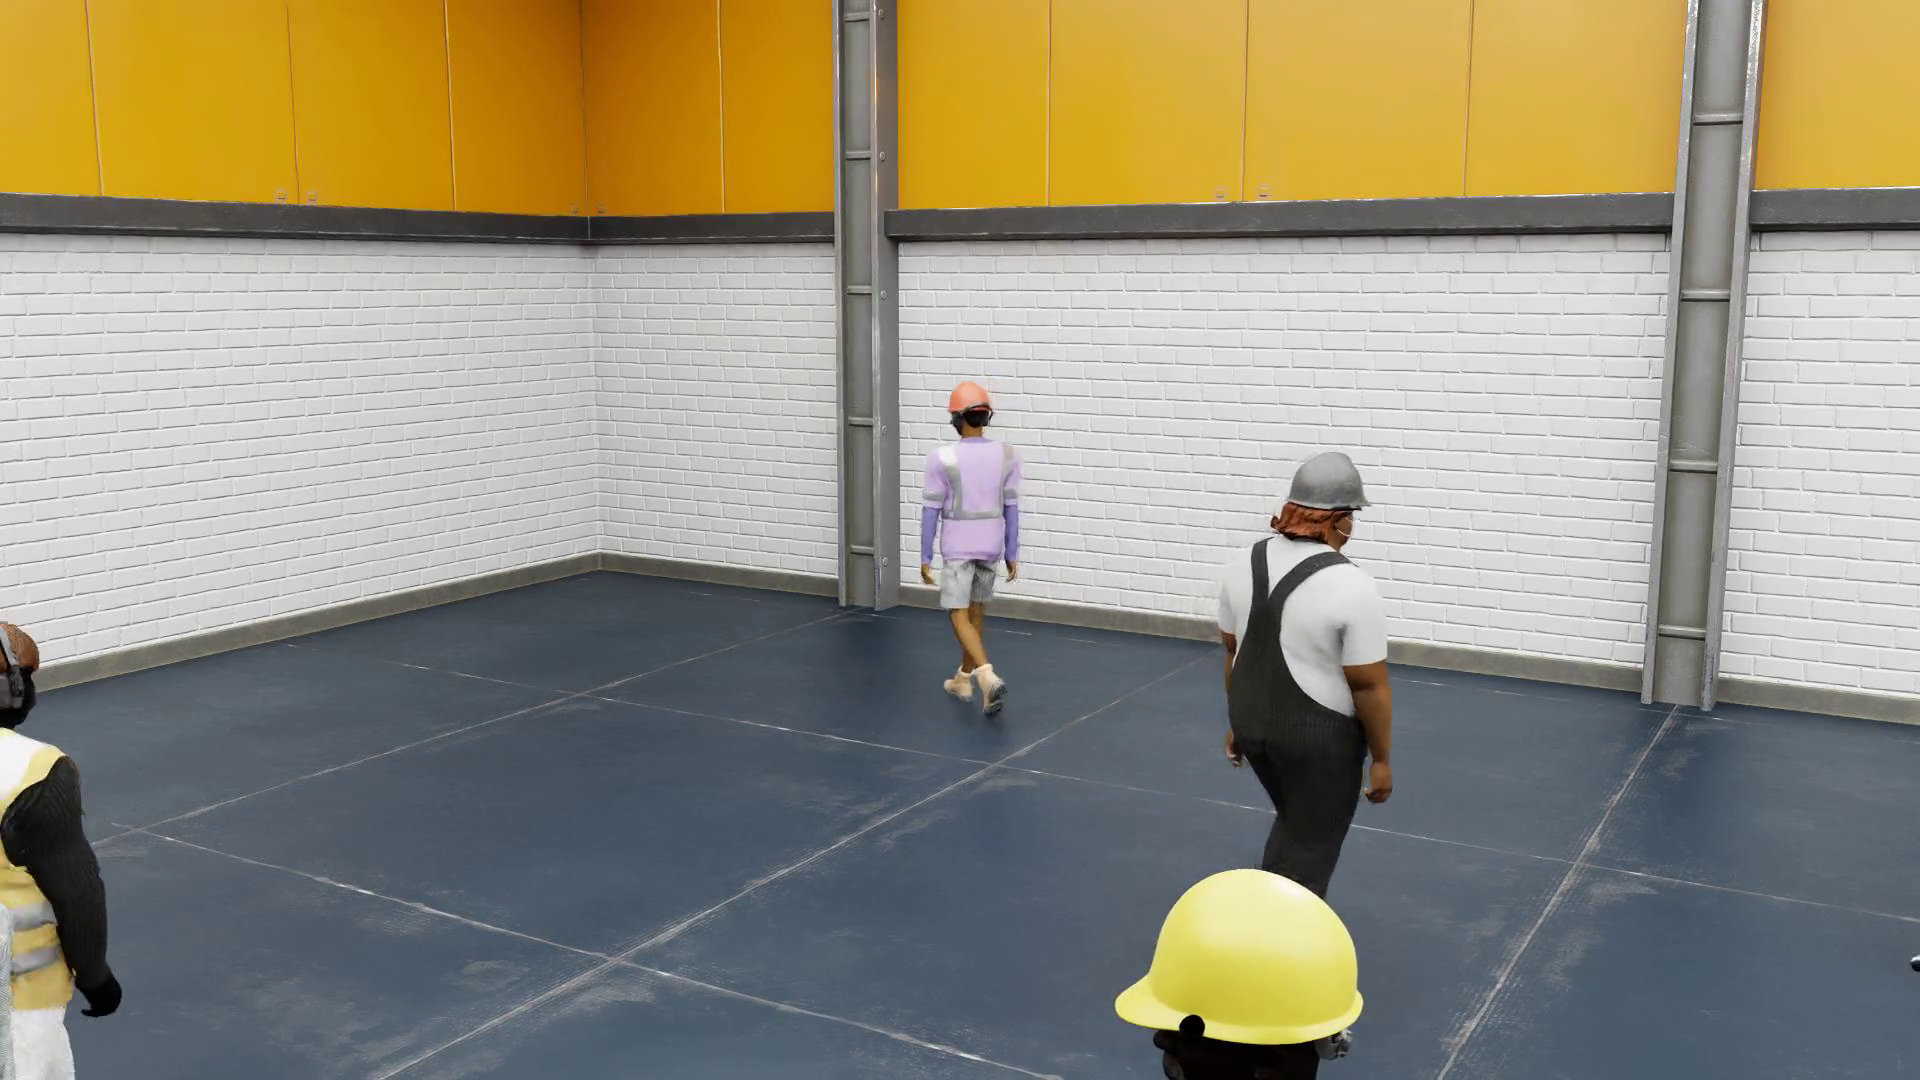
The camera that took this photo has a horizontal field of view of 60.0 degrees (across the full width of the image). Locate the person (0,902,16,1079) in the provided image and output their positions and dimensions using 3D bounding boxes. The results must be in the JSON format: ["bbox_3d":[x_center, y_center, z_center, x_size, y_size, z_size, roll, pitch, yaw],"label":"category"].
[{"bbox_3d":[-2.033,1.269,3.240,0.303,1.740,0.485,1,9,6],"label":"person"}]

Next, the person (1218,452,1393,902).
[{"bbox_3d":[1.277,0.678,5.992,0.539,2.000,0.703,-6,11,-32],"label":"person"}]

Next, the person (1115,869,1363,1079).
[{"bbox_3d":[0.374,1.353,2.130,0.374,1.925,0.595,1,9,5],"label":"person"}]

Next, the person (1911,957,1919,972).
[{"bbox_3d":[3.897,0.865,6.184,0.853,1.586,0.539,-8,12,-39],"label":"person"}]

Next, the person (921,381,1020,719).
[{"bbox_3d":[0.085,0.053,10.003,0.618,2.013,0.930,-4,10,-23],"label":"person"}]

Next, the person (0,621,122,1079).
[{"bbox_3d":[-2.470,1.105,4.131,0.605,1.794,0.942,5,10,29],"label":"person"}]
